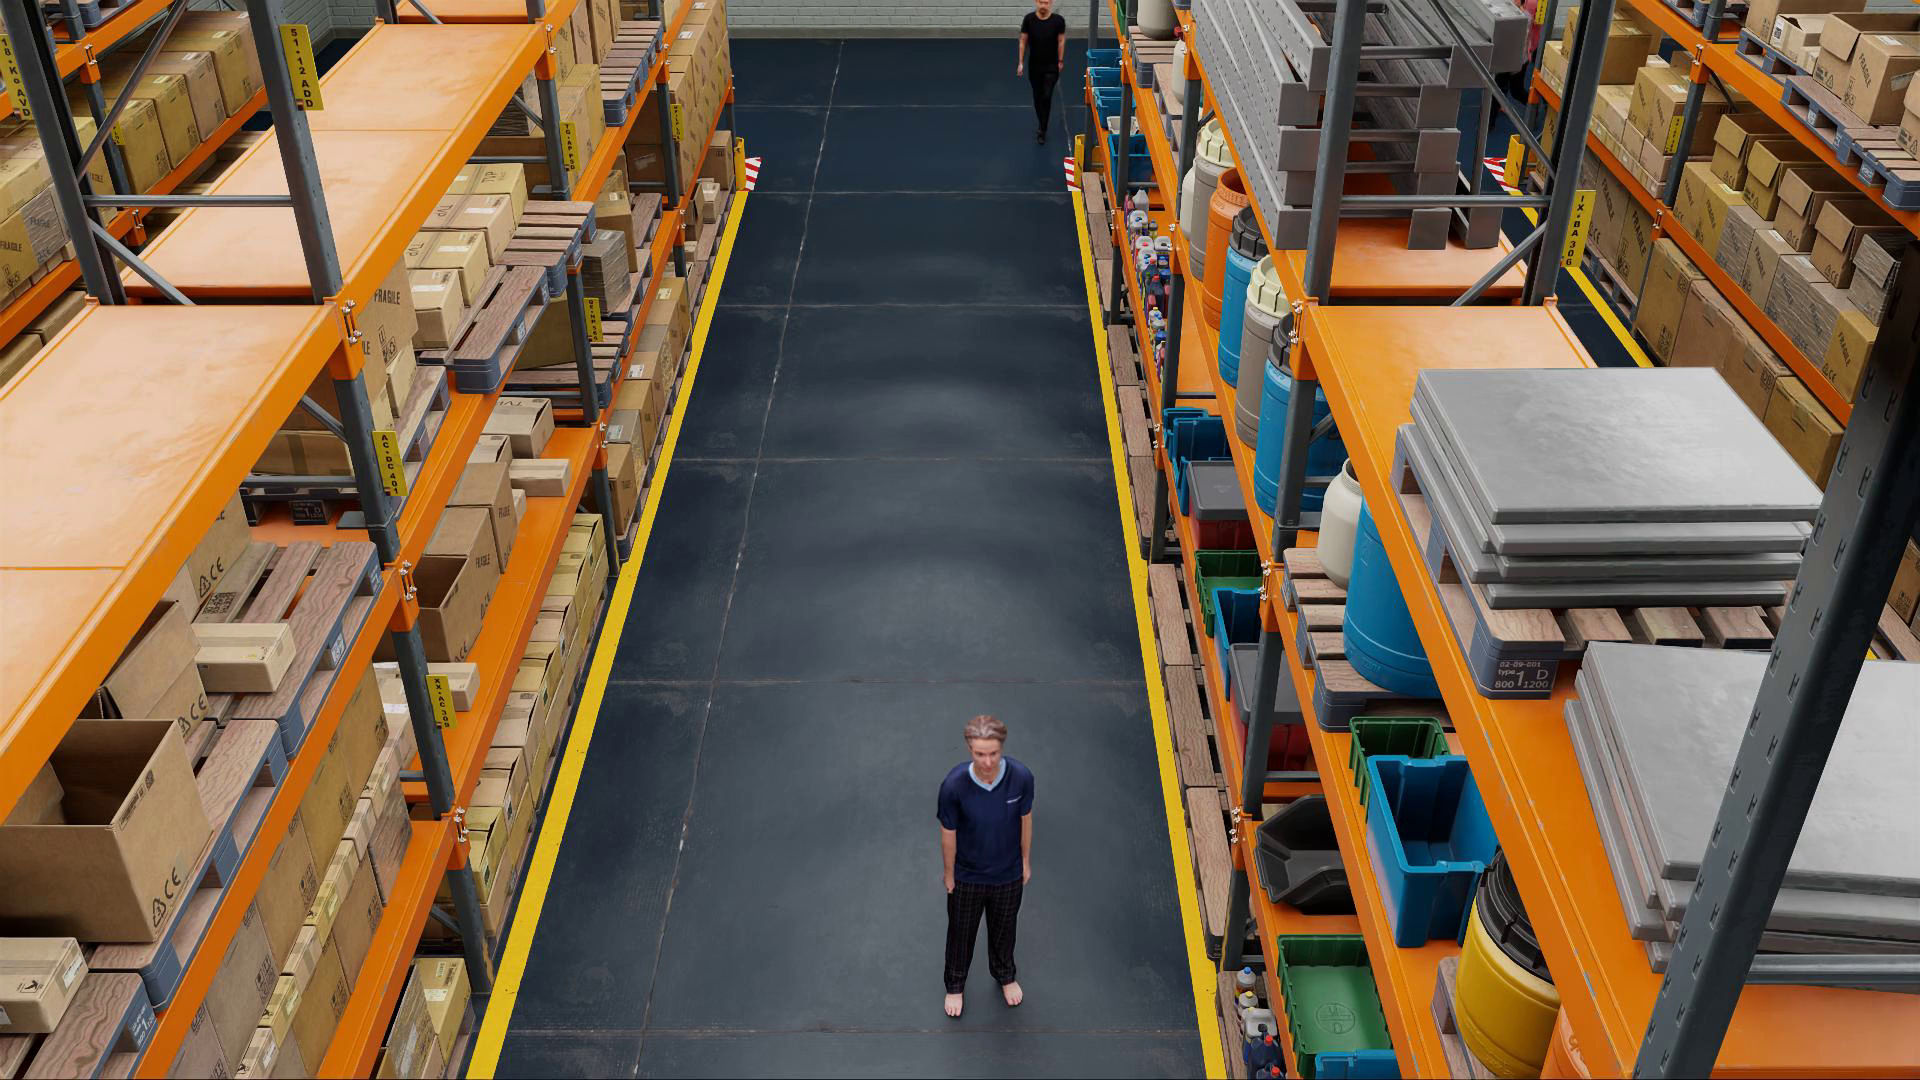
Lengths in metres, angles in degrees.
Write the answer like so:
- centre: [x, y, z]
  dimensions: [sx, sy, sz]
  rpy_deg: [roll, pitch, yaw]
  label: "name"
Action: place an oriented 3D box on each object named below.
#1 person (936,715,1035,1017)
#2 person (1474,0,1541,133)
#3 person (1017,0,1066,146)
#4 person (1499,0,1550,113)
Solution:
- centre: [0.125, 1.659, 8.520]
  dimensions: [0.705, 1.872, 0.623]
  rpy_deg: [-7, 34, -11]
  label: "person"
- centre: [6.755, -5.771, 20.082]
  dimensions: [0.928, 1.723, 1.106]
  rpy_deg: [-13, 35, -18]
  label: "person"
- centre: [1.002, -5.732, 19.910]
  dimensions: [0.838, 1.843, 1.039]
  rpy_deg: [9, 34, 14]
  label: "person"
- centre: [6.972, -6.100, 20.535]
  dimensions: [1.196, 1.778, 1.283]
  rpy_deg: [-28, 42, -36]
  label: "person"
